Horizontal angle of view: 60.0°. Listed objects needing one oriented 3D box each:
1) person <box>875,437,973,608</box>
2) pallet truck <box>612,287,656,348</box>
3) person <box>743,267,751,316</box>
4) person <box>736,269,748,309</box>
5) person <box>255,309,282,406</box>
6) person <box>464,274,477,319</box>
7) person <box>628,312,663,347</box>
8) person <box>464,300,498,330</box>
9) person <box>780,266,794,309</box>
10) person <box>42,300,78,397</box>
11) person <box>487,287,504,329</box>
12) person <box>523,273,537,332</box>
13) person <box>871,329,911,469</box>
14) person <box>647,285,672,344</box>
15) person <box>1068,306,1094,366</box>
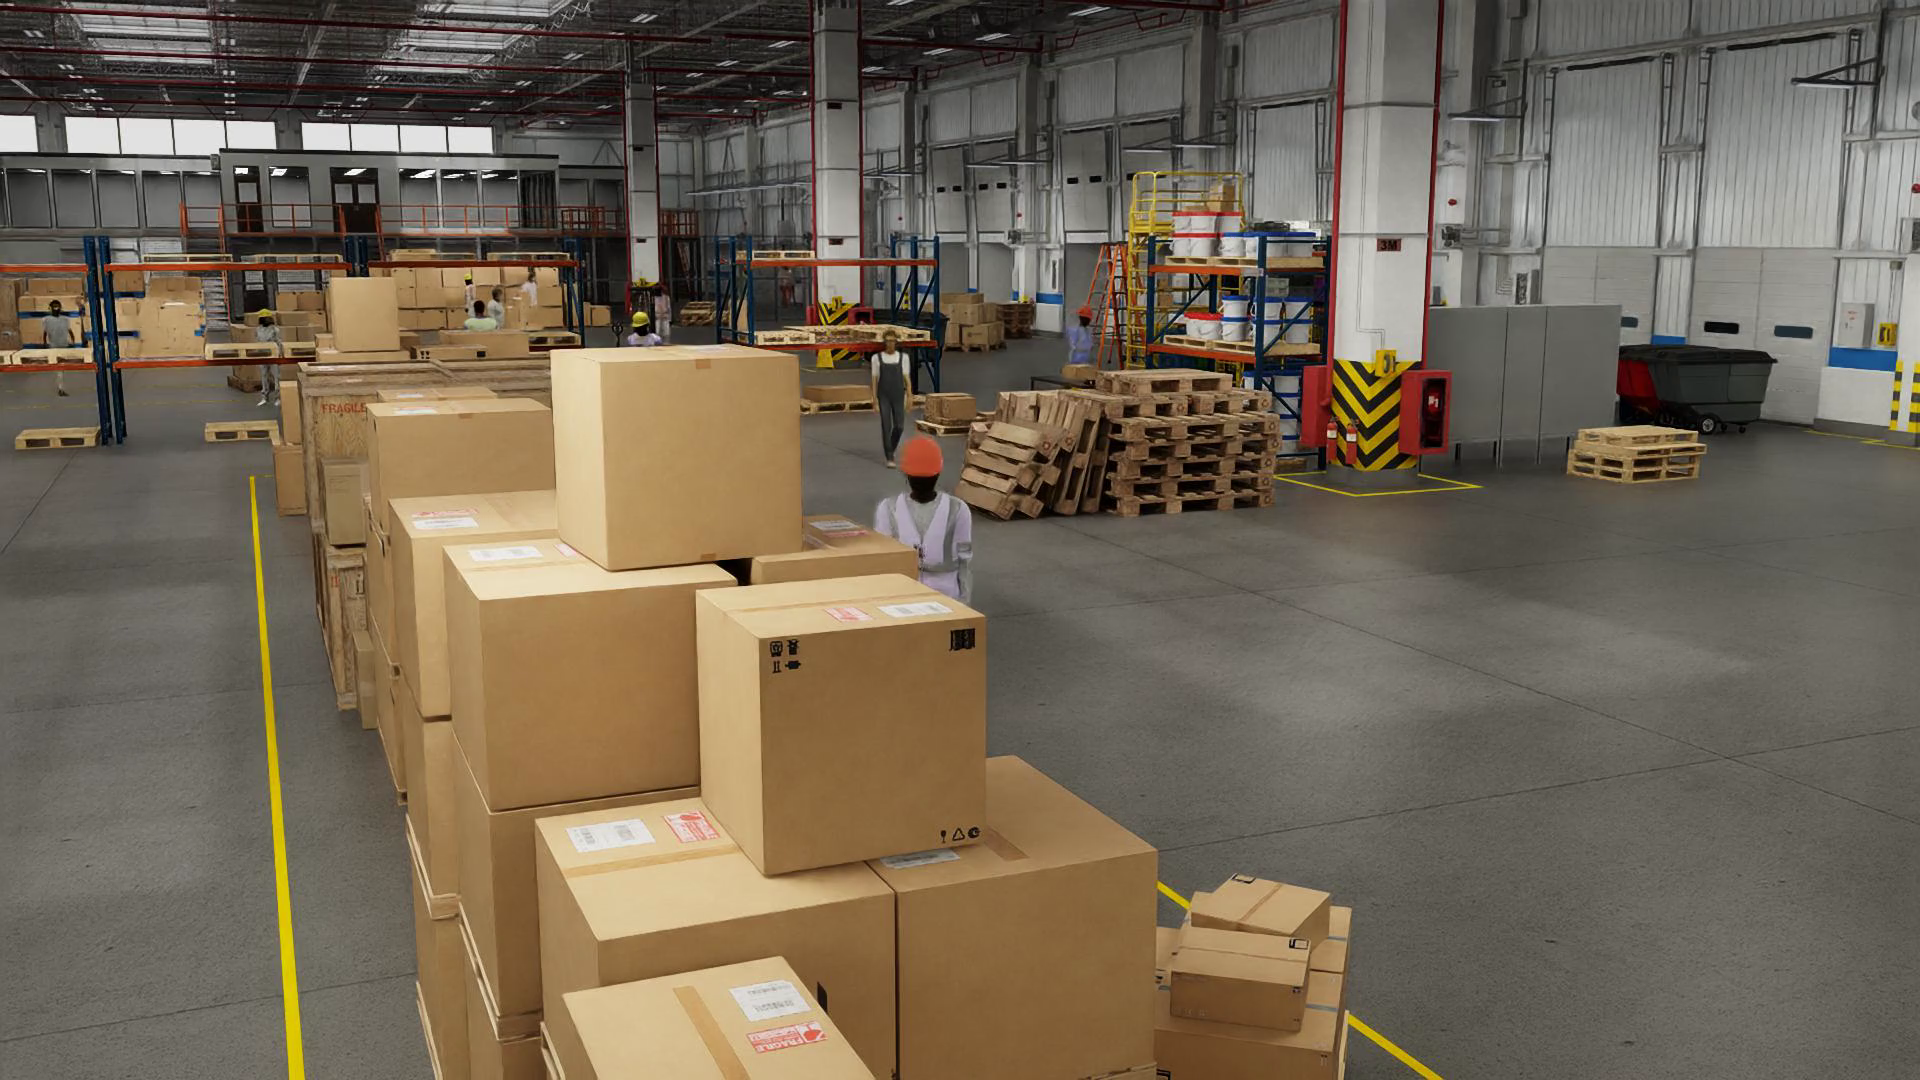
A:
[{"bbox_3d":[-0.270,0.381,9.323,0.675,1.916,0.453,1,10,4],"label":"person"},{"bbox_3d":[-6.464,-4.406,35.401,0.823,1.965,1.885,6,12,32],"label":"pallet truck"},{"bbox_3d":[-8.183,-9.574,64.081,0.384,1.927,0.543,0,10,-2],"label":"person"},{"bbox_3d":[-9.316,-10.827,71.230,0.633,1.839,0.429,-5,12,-27],"label":"person"},{"bbox_3d":[-12.442,-3.283,29.913,0.483,1.745,0.300,1,10,6],"label":"person"},{"bbox_3d":[-14.901,-7.134,50.624,0.360,1.930,0.587,1,10,5],"label":"person"},{"bbox_3d":[-4.699,-2.434,24.758,0.586,1.917,0.391,4,11,20],"label":"person"},{"bbox_3d":[-8.444,-3.274,29.418,0.592,1.910,0.389,-7,12,-33],"label":"person"},{"bbox_3d":[-7.394,-10.891,71.180,0.650,1.980,0.518,-5,11,-25],"label":"person"},{"bbox_3d":[-17.036,-3.629,31.570,0.805,1.842,0.535,8,13,37],"label":"person"},{"bbox_3d":[-10.124,-4.550,36.360,0.355,1.936,0.635,0,10,2],"label":"person"},{"bbox_3d":[-13.644,-7.512,52.734,0.692,1.919,0.642,3,11,17],"label":"person"},{"bbox_3d":[-0.917,-1.869,21.895,0.526,1.825,0.639,-2,10,-9],"label":"person"},{"bbox_3d":[-7.629,-5.588,42.406,0.666,1.817,0.745,-5,11,-25],"label":"person"},{"bbox_3d":[2.007,-3.013,28.075,1.014,1.882,0.549,8,13,36],"label":"person"}]
